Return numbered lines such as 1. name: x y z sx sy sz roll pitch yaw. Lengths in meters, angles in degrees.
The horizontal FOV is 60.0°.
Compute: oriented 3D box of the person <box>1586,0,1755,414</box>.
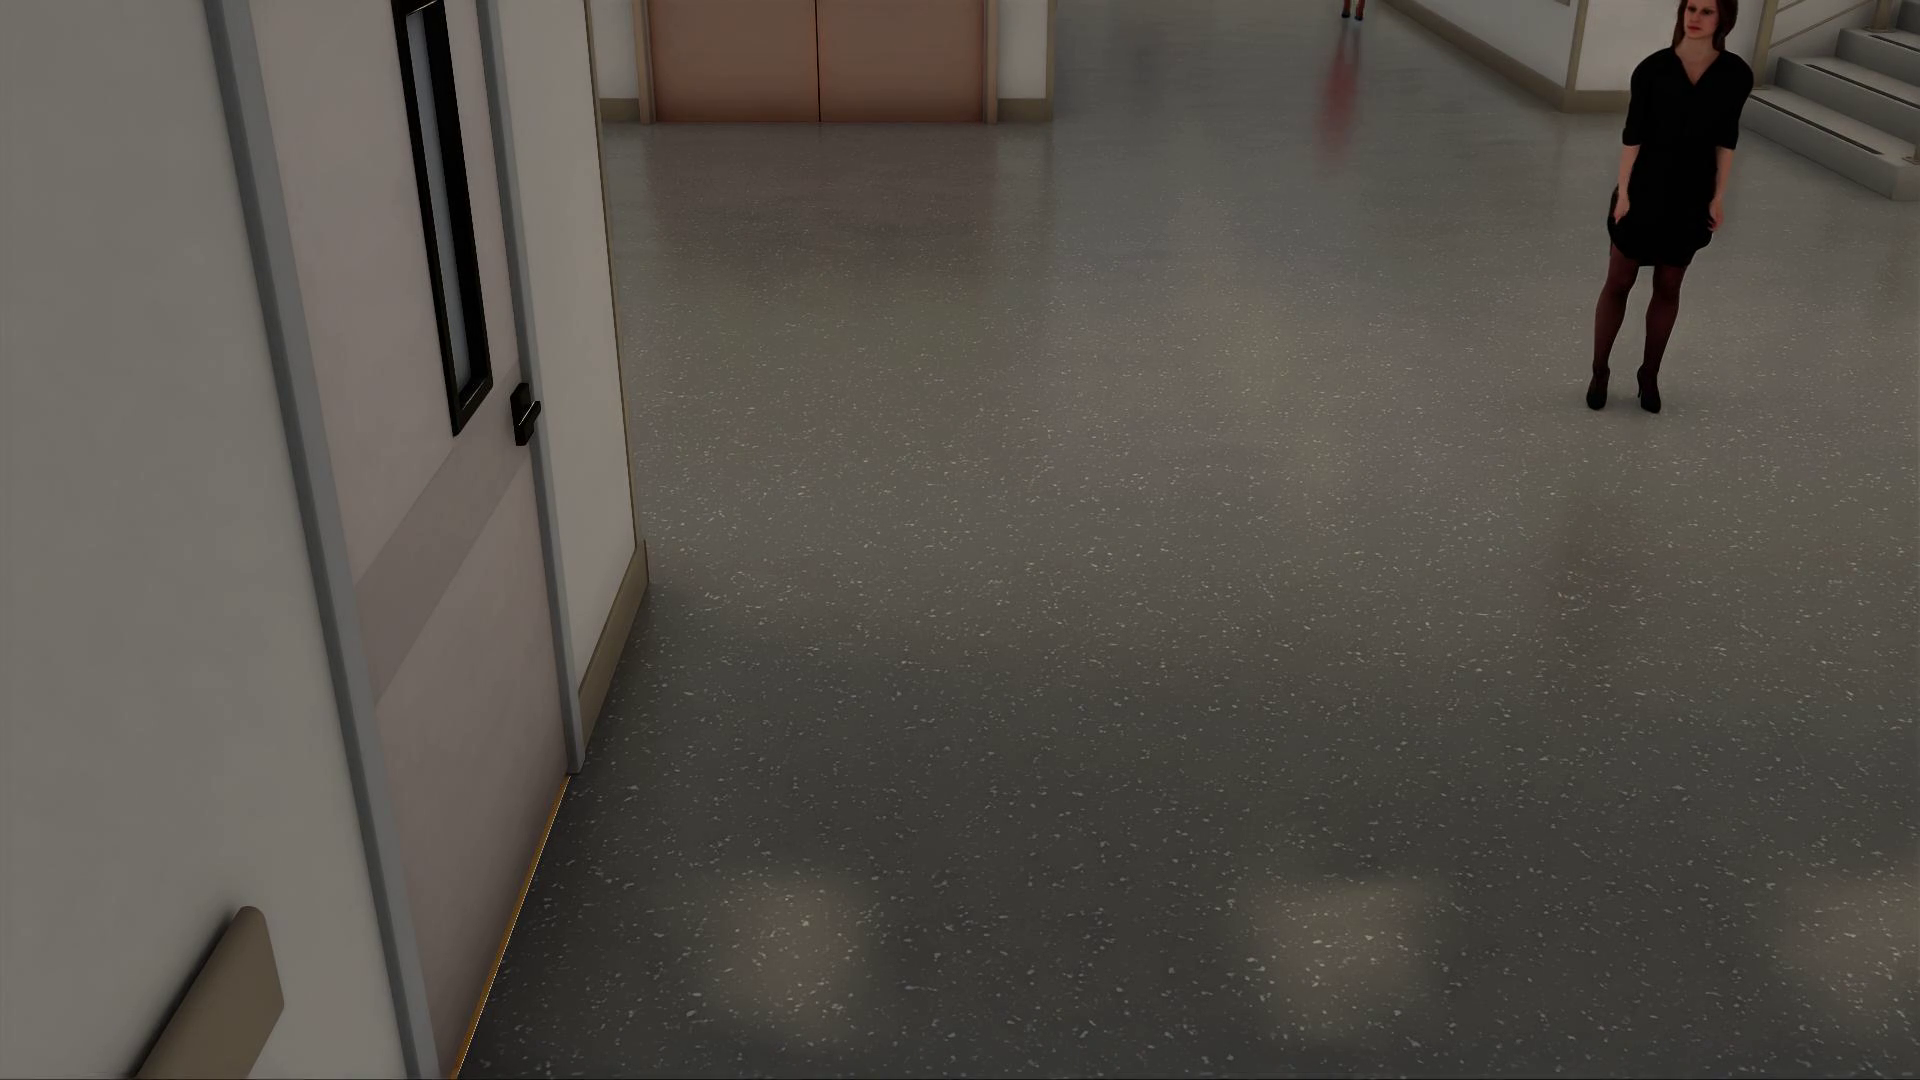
1. person: 2.767 -1.336 6.528 0.512 1.704 0.691 5 26 11
